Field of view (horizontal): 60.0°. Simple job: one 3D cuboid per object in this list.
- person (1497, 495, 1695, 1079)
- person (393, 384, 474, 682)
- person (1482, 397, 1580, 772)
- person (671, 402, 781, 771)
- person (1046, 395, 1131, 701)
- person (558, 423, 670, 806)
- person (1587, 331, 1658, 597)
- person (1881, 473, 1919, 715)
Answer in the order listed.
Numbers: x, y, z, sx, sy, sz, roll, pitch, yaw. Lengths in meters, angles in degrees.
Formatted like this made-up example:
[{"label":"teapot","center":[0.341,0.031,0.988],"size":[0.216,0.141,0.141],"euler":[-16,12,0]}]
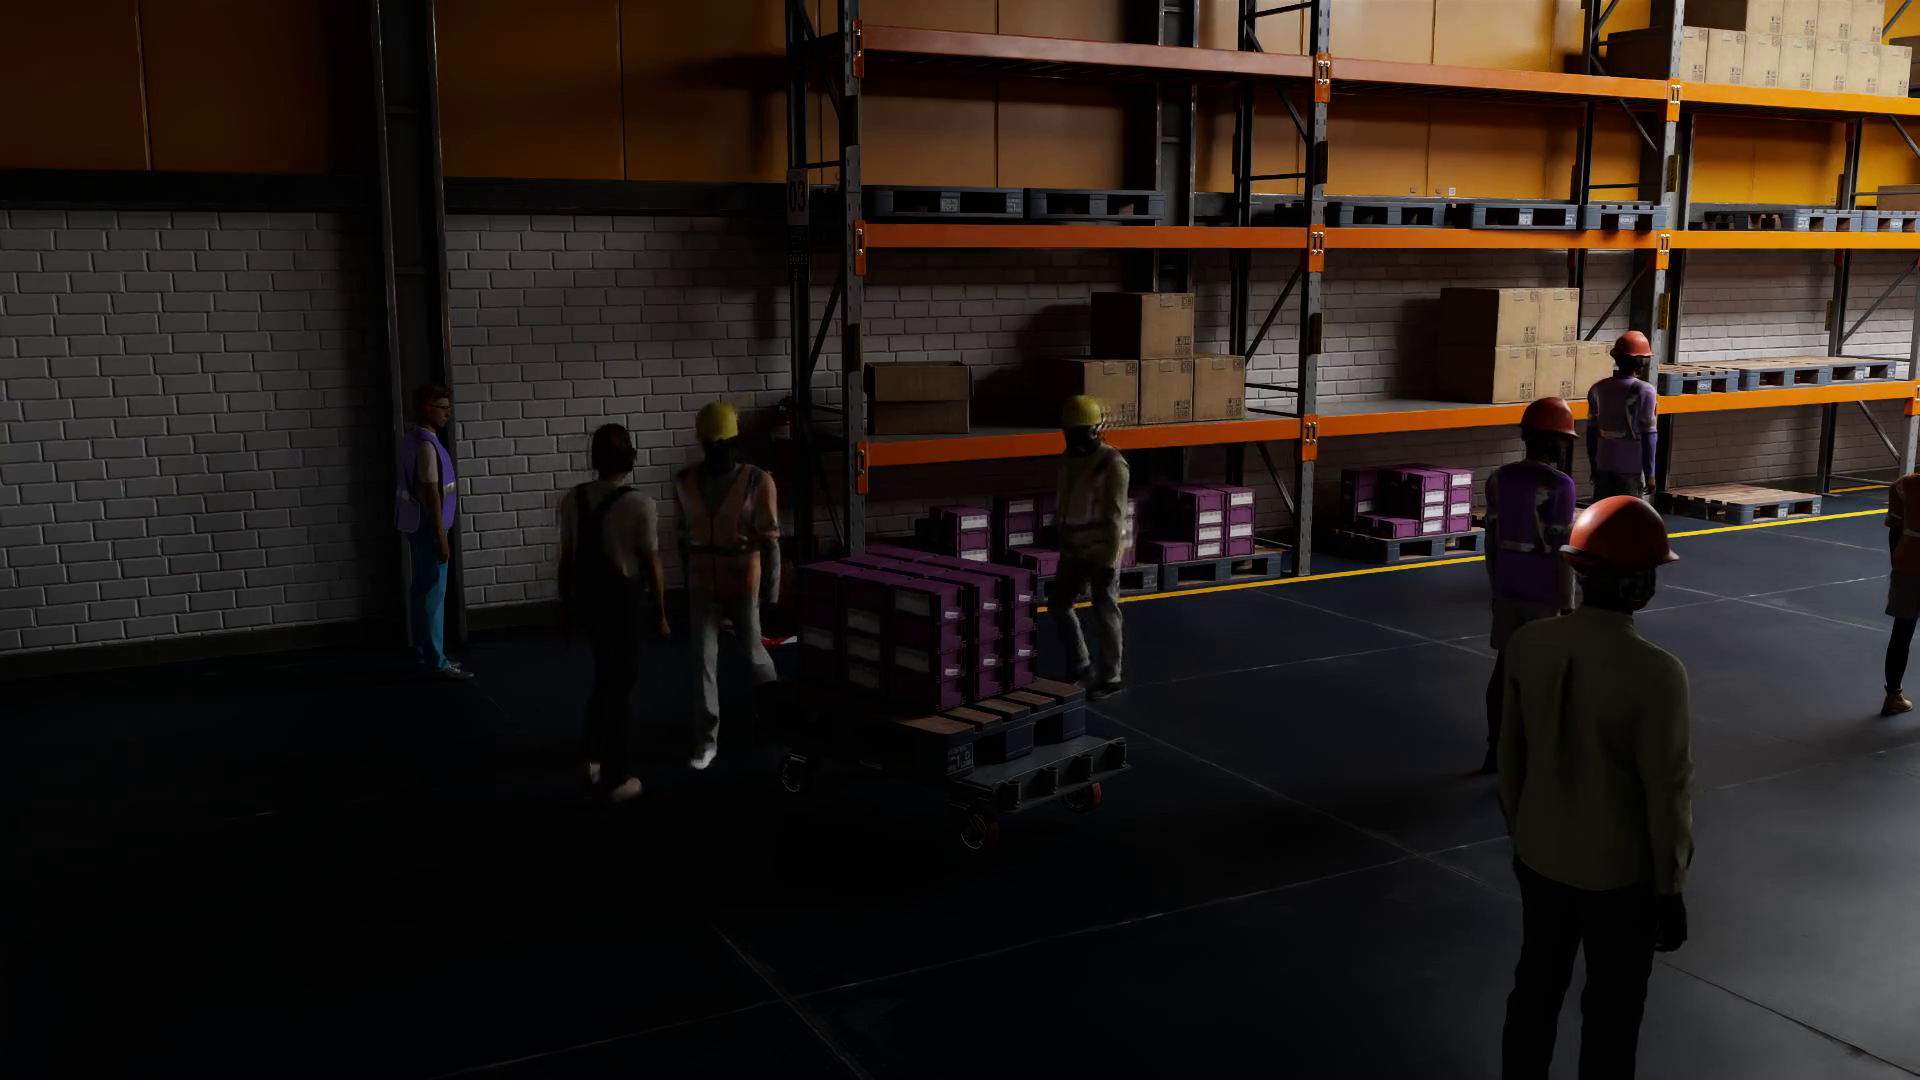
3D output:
[{"label":"person","center":[1.748,0.868,4.573],"size":[0.379,1.996,0.609],"euler":[-5,11,-27]},{"label":"person","center":[-3.287,-0.043,10.276],"size":[0.388,1.837,0.563],"euler":[-5,11,-27]},{"label":"person","center":[2.870,0.252,8.314],"size":[0.374,1.928,0.542],"euler":[-5,11,-27]},{"label":"person","center":[-1.193,0.196,8.787],"size":[0.604,1.892,0.893],"euler":[2,10,11]},{"label":"person","center":[0.756,0.054,9.770],"size":[0.490,1.810,0.609],"euler":[-7,12,-35]},{"label":"person","center":[-1.660,0.355,8.006],"size":[0.503,1.826,0.462],"euler":[5,11,26]},{"label":"person","center":[5.064,-0.567,12.698],"size":[0.380,2.045,0.605],"euler":[-5,11,-27]},{"label":"person","center":[5.461,0.188,9.349],"size":[0.321,1.697,0.529],"euler":[-5,11,-27]}]
